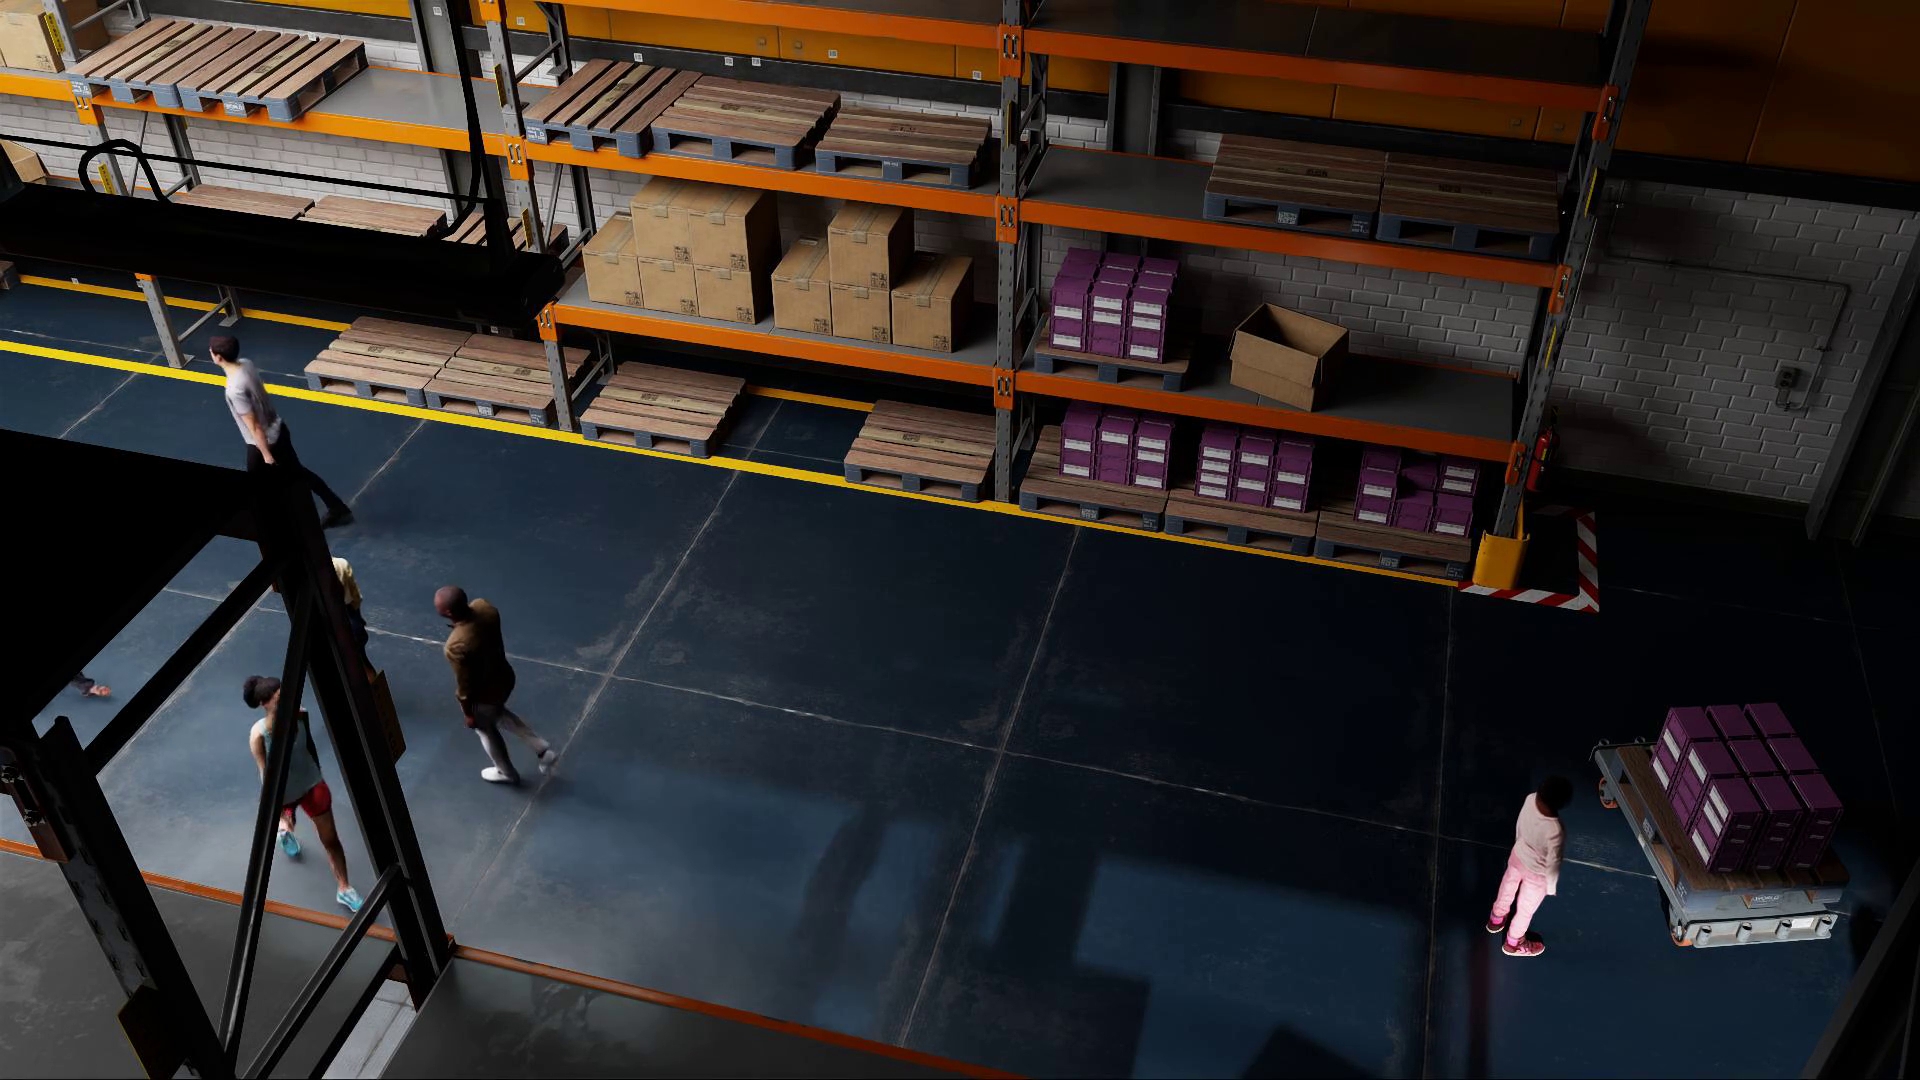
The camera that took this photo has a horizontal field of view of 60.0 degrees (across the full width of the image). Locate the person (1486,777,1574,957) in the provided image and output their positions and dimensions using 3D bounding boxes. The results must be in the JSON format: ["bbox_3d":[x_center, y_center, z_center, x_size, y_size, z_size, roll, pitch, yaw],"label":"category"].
[{"bbox_3d":[3.457,1.932,10.025,0.639,1.444,0.625,-10,40,-13],"label":"person"}]

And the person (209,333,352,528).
[{"bbox_3d":[-5.369,-0.797,13.142,1.294,1.819,0.965,-5,39,-7],"label":"person"}]

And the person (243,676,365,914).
[{"bbox_3d":[-4.179,1.522,10.319,1.298,1.717,0.990,31,48,33],"label":"person"}]

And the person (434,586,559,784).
[{"bbox_3d":[-3.030,0.990,10.912,0.792,1.808,0.720,12,40,14],"label":"person"}]
